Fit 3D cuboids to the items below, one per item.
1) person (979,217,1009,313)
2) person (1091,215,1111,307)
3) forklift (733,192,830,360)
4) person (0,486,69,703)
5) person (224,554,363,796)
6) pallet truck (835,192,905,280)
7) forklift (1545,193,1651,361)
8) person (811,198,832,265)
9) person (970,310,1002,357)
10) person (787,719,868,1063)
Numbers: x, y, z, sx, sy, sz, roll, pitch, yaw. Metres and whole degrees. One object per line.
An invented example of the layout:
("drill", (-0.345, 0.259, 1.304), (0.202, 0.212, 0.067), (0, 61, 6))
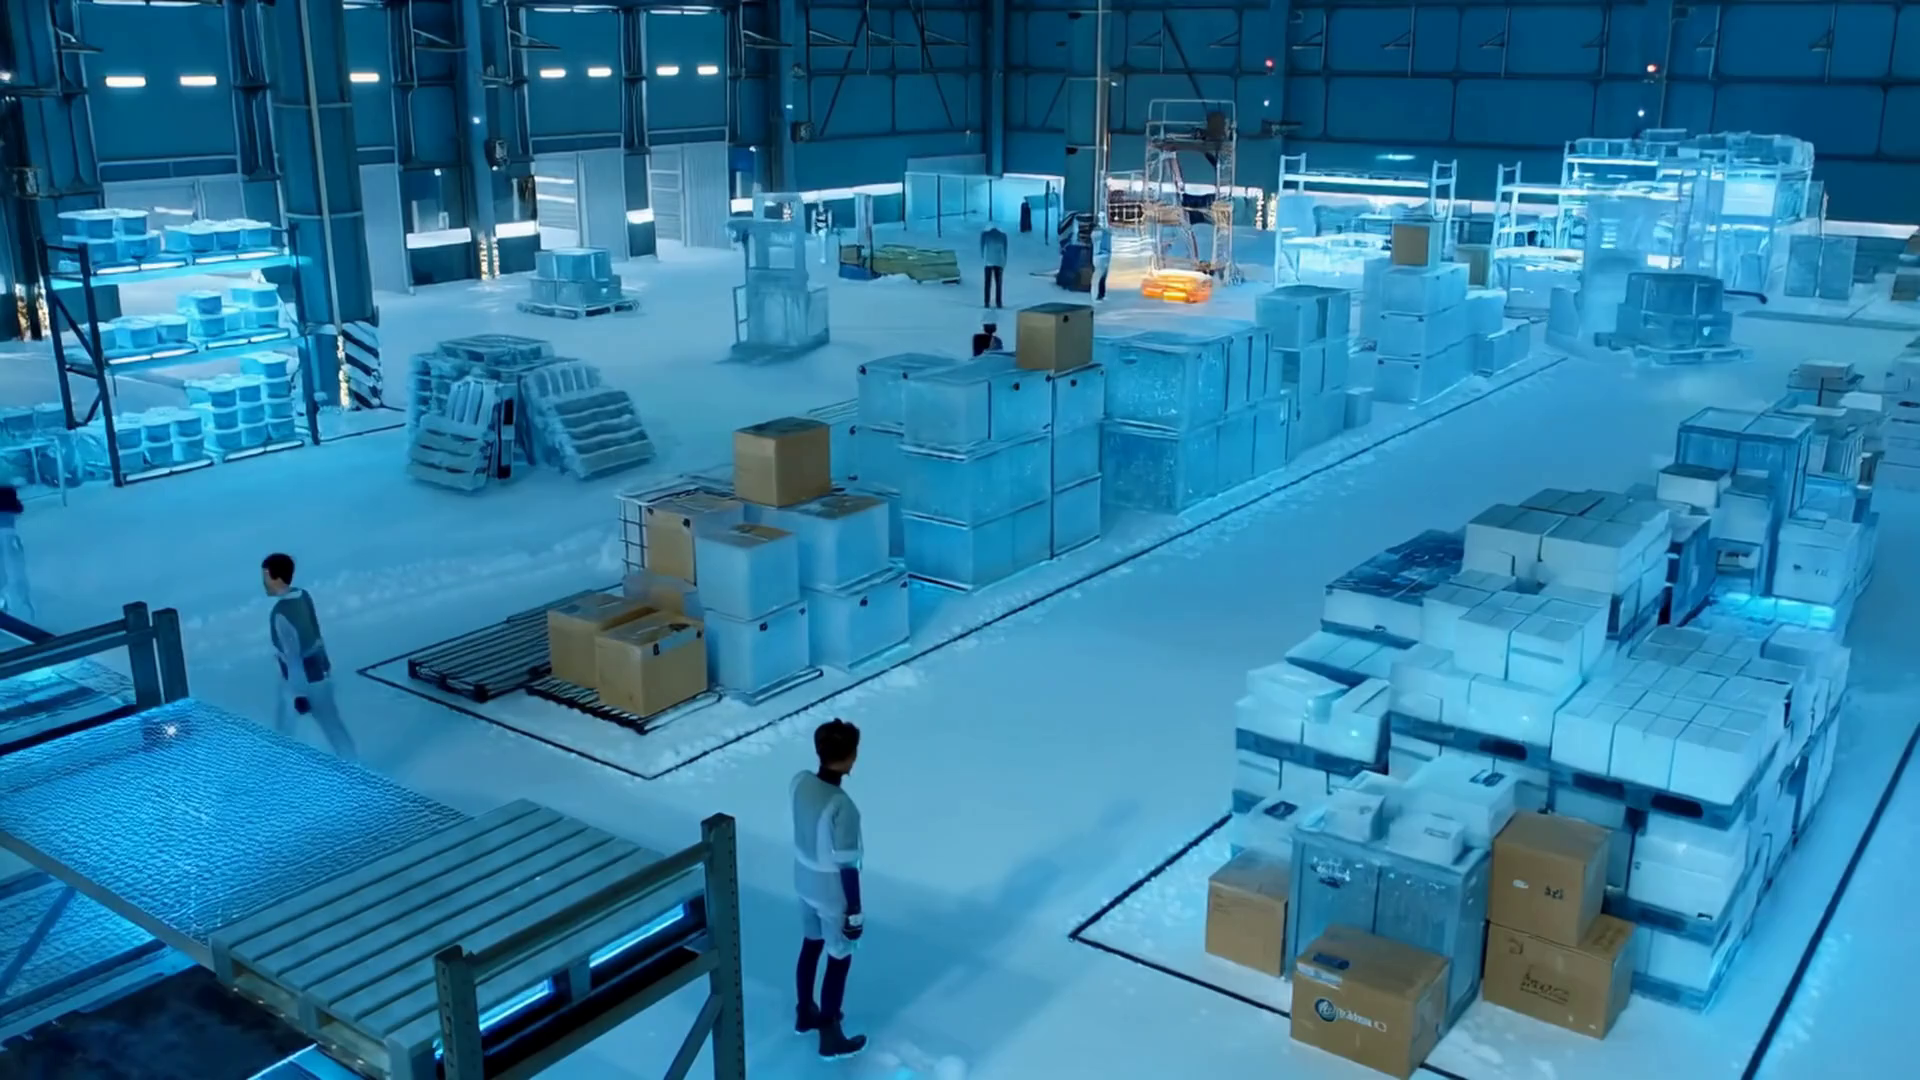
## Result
("person", (0.692, -5.626, 34.009), (0.628, 1.939, 0.374), (6, 18, 20))
("person", (2.955, -5.824, 34.756), (0.355, 1.885, 0.575), (11, 20, 33))
("forklift", (-3.157, -4.737, 29.458), (1.129, 2.768, 1.873), (6, 18, 19))
("person", (-7.995, 0.456, 13.953), (0.747, 1.894, 0.613), (-5, 18, -16))
("person", (-4.919, 0.999, 12.181), (1.011, 1.866, 0.618), (-1, 17, -5))
("pallet truck", (-1.936, -7.159, 38.982), (1.885, 1.965, 0.823), (-12, 21, -34))
("forklift", (11.414, -4.710, 29.371), (1.129, 2.768, 1.873), (-4, 17, -12))
("person", (-3.444, -7.704, 41.439), (0.521, 1.612, 0.699), (0, 17, 1))
("person", (0.432, -2.206, 22.749), (0.570, 1.891, 0.941), (14, 22, 39))
("person", (-0.705, 1.897, 9.081), (0.376, 1.955, 0.605), (-12, 20, -34))
